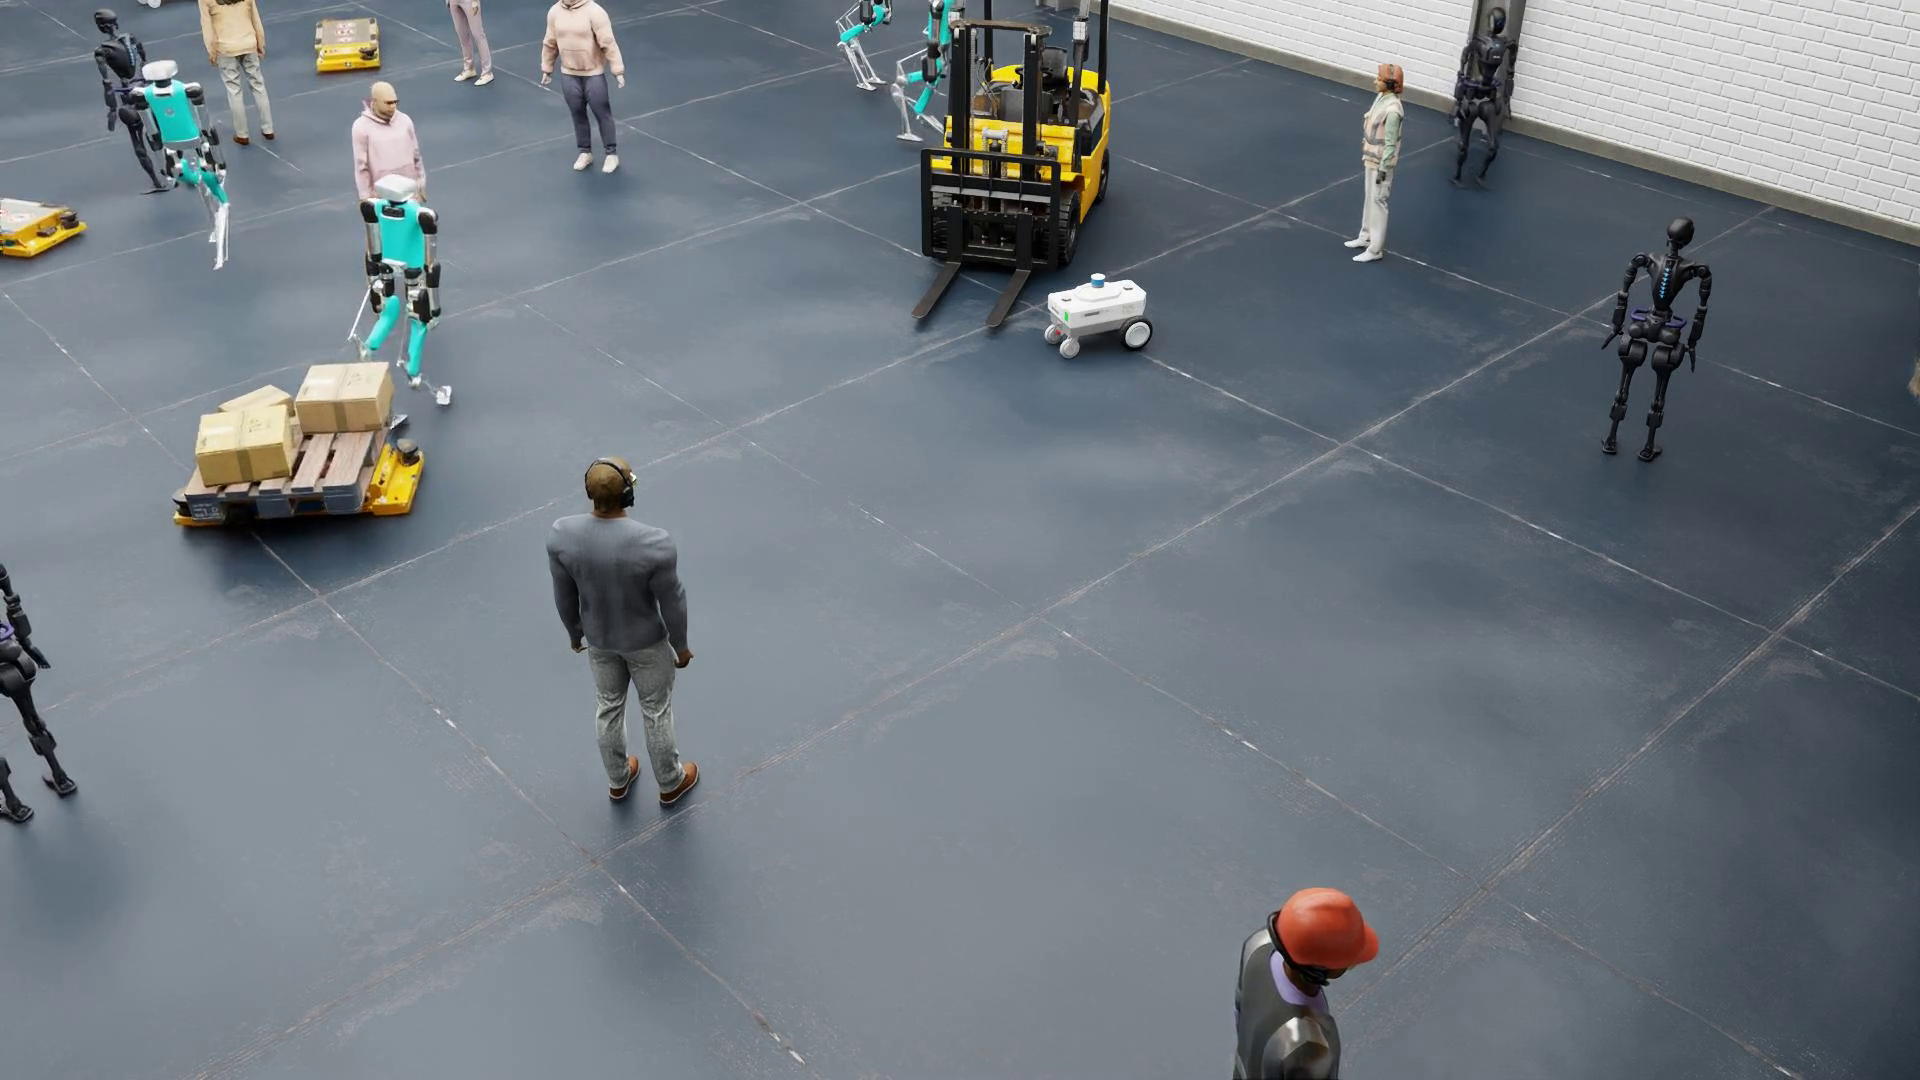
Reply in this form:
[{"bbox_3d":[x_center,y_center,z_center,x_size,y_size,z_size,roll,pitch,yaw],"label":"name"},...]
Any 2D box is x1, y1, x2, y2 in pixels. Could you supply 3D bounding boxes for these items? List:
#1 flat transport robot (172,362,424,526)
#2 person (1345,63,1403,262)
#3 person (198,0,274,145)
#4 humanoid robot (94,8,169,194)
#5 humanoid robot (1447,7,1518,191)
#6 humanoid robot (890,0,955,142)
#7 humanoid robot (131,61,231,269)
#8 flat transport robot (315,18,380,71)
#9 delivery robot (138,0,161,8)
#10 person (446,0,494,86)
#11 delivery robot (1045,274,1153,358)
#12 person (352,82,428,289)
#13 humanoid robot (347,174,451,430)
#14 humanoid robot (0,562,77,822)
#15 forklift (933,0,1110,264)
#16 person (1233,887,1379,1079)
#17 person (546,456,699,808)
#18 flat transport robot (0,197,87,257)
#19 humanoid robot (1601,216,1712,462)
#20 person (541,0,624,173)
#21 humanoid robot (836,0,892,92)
[{"bbox_3d":[-4.253,-0.367,10.737,1.431,0.231,0.659,-3,33,-5],"label":"flat transport robot"},{"bbox_3d":[3.444,-3.103,13.684,0.304,1.639,0.522,0,33,0],"label":"person"},{"bbox_3d":[-6.961,-4.751,16.019,0.565,1.867,0.406,-26,41,-34],"label":"person"},{"bbox_3d":[-7.343,-3.934,14.934,0.469,1.648,0.610,12,35,18],"label":"humanoid robot"},{"bbox_3d":[4.695,-3.954,14.962,0.585,1.643,0.462,-6,34,-9],"label":"humanoid robot"},{"bbox_3d":[-0.344,-4.497,15.737,1.033,1.733,0.557,8,34,12],"label":"humanoid robot"},{"bbox_3d":[-6.300,-3.180,13.742,0.543,1.759,0.978,-6,34,-9],"label":"humanoid robot"},{"bbox_3d":[-6.920,-5.613,18.800,0.659,0.231,1.431,-9,34,-14],"label":"flat transport robot"},{"bbox_3d":[-9.788,-6.933,20.584,0.499,0.614,0.791,25,41,33],"label":"delivery robot"},{"bbox_3d":[-5.277,-5.714,17.592,0.515,1.759,0.328,20,38,27],"label":"person"},{"bbox_3d":[1.025,-1.715,12.539,0.765,0.585,0.499,-13,35,-19],"label":"delivery robot"},{"bbox_3d":[-4.464,-2.751,13.031,0.564,1.756,0.517,-24,40,-32],"label":"person"},{"bbox_3d":[-3.795,-1.522,11.182,0.580,1.774,0.886,8,34,13],"label":"humanoid robot"},{"bbox_3d":[-4.692,0.603,7.954,0.326,1.654,0.587,21,39,29],"label":"humanoid robot"},{"bbox_3d":[0.570,-3.725,14.138,1.214,2.155,2.313,9,34,13],"label":"forklift"},{"bbox_3d":[1.101,1.928,5.587,0.376,2.041,0.615,-5,33,-7],"label":"person"},{"bbox_3d":[-1.586,0.459,7.937,0.634,1.937,0.356,6,34,9],"label":"person"},{"bbox_3d":[-8.371,-2.721,14.355,1.431,0.231,0.659,10,34,15],"label":"flat transport robot"},{"bbox_3d":[4.541,-1.327,10.908,0.599,1.657,0.315,17,37,25],"label":"humanoid robot"},{"bbox_3d":[-3.483,-4.353,15.414,0.819,1.853,0.434,7,34,10],"label":"person"},{"bbox_3d":[-1.011,-5.535,17.211,0.735,1.677,0.533,16,36,23],"label":"humanoid robot"}]
